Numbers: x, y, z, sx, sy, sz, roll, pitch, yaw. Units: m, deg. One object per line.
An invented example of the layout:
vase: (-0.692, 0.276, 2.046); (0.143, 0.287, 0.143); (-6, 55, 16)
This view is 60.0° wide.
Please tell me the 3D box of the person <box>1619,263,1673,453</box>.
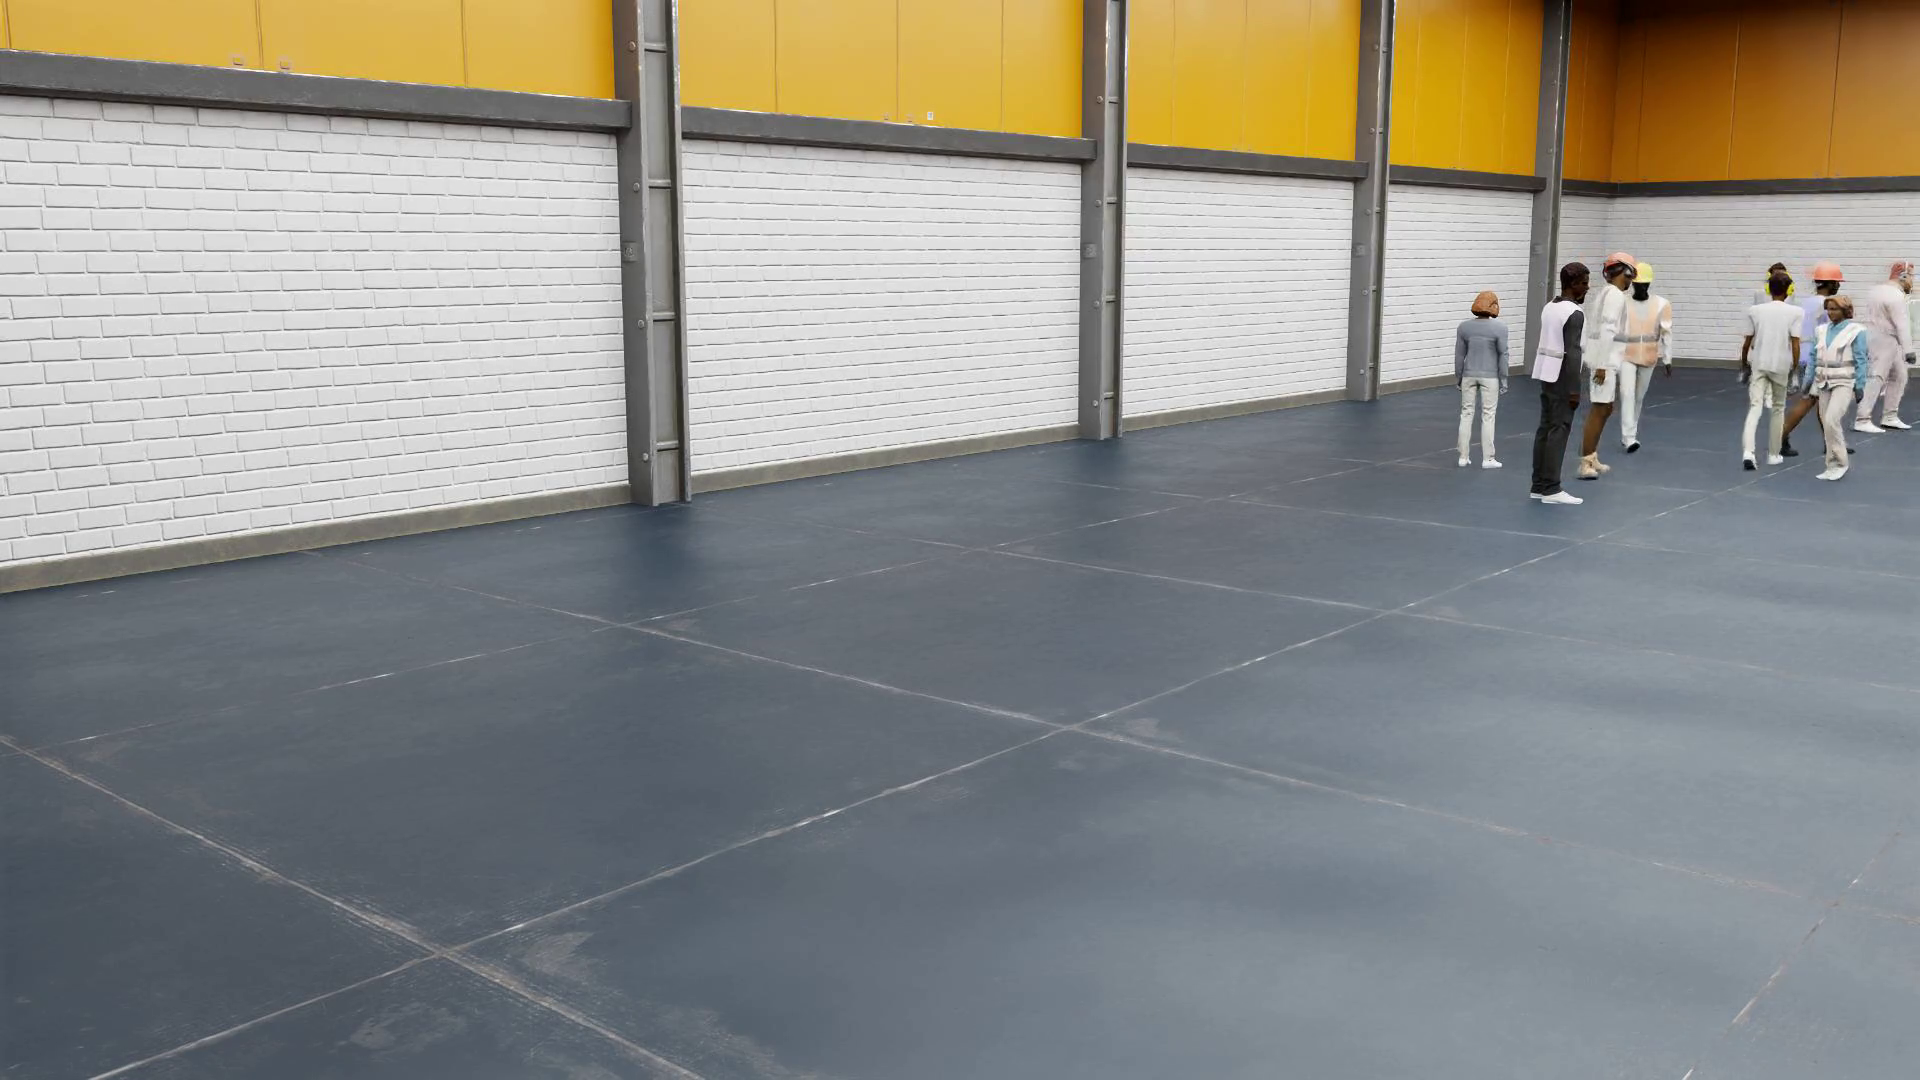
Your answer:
person: (6.766, -1.804, 16.562); (0.602, 1.867, 1.026); (2, 10, 9)

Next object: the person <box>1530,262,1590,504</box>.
person: (4.769, -1.242, 13.232); (0.381, 1.912, 0.592); (0, 10, -3)

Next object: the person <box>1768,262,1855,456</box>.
person: (8.342, -1.750, 16.185); (0.965, 1.893, 0.559); (-1, 10, -4)

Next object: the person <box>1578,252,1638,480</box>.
person: (5.706, -1.527, 14.657); (0.438, 1.995, 0.795); (3, 10, 18)

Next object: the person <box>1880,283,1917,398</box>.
person: (12.664, -2.728, 22.475); (0.396, 1.629, 0.536); (-3, 10, -15)

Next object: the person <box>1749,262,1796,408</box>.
person: (10.334, -2.608, 21.191); (0.504, 1.854, 0.581); (2, 10, 9)

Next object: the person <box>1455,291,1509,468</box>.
person: (4.815, -1.480, 15.363); (0.507, 1.632, 0.264); (8, 13, 40)

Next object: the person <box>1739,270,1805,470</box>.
person: (7.445, -1.564, 15.309); (0.549, 1.829, 0.974); (8, 13, 38)

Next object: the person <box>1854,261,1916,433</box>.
person: (10.217, -2.098, 18.180); (0.718, 1.880, 0.663); (4, 11, 20)

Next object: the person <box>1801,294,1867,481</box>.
person: (7.592, -1.318, 14.473); (0.436, 1.622, 0.504); (-3, 10, -17)
